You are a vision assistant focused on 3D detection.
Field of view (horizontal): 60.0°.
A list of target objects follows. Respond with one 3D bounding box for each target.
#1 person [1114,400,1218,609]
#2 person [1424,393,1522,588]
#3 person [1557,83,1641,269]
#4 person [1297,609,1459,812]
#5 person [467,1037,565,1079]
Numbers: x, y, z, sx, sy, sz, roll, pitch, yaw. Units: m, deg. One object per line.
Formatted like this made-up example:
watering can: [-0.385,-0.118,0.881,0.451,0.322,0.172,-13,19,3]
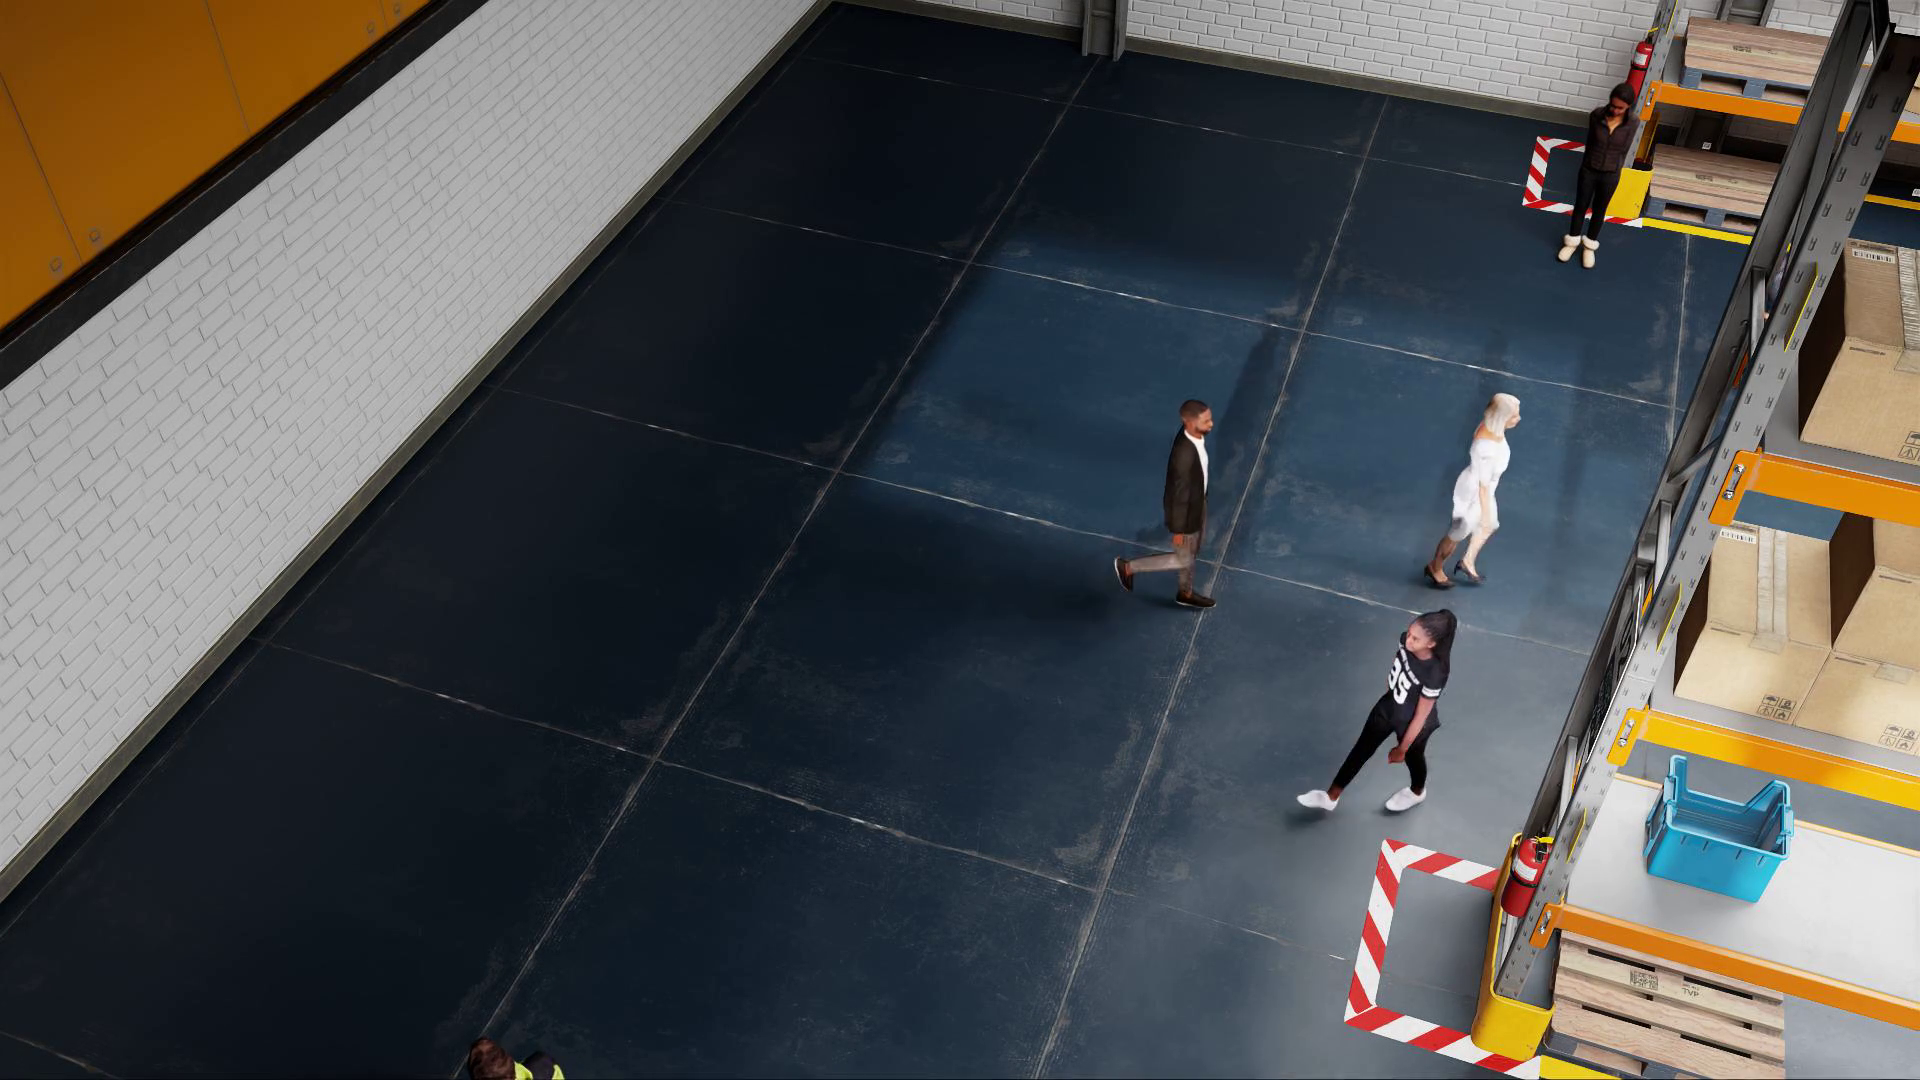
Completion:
person: [1.429,-0.215,11.145,0.970,1.784,0.702,11,45,11]
person: [3.409,-0.321,11.295,0.639,1.731,0.576,13,45,14]
person: [5.534,-3.195,14.363,0.568,1.659,0.627,-6,44,-6]
person: [2.722,1.050,9.880,1.147,1.697,1.025,-13,45,-13]
person: [-1.966,2.904,7.731,0.608,1.978,0.751,15,46,15]
